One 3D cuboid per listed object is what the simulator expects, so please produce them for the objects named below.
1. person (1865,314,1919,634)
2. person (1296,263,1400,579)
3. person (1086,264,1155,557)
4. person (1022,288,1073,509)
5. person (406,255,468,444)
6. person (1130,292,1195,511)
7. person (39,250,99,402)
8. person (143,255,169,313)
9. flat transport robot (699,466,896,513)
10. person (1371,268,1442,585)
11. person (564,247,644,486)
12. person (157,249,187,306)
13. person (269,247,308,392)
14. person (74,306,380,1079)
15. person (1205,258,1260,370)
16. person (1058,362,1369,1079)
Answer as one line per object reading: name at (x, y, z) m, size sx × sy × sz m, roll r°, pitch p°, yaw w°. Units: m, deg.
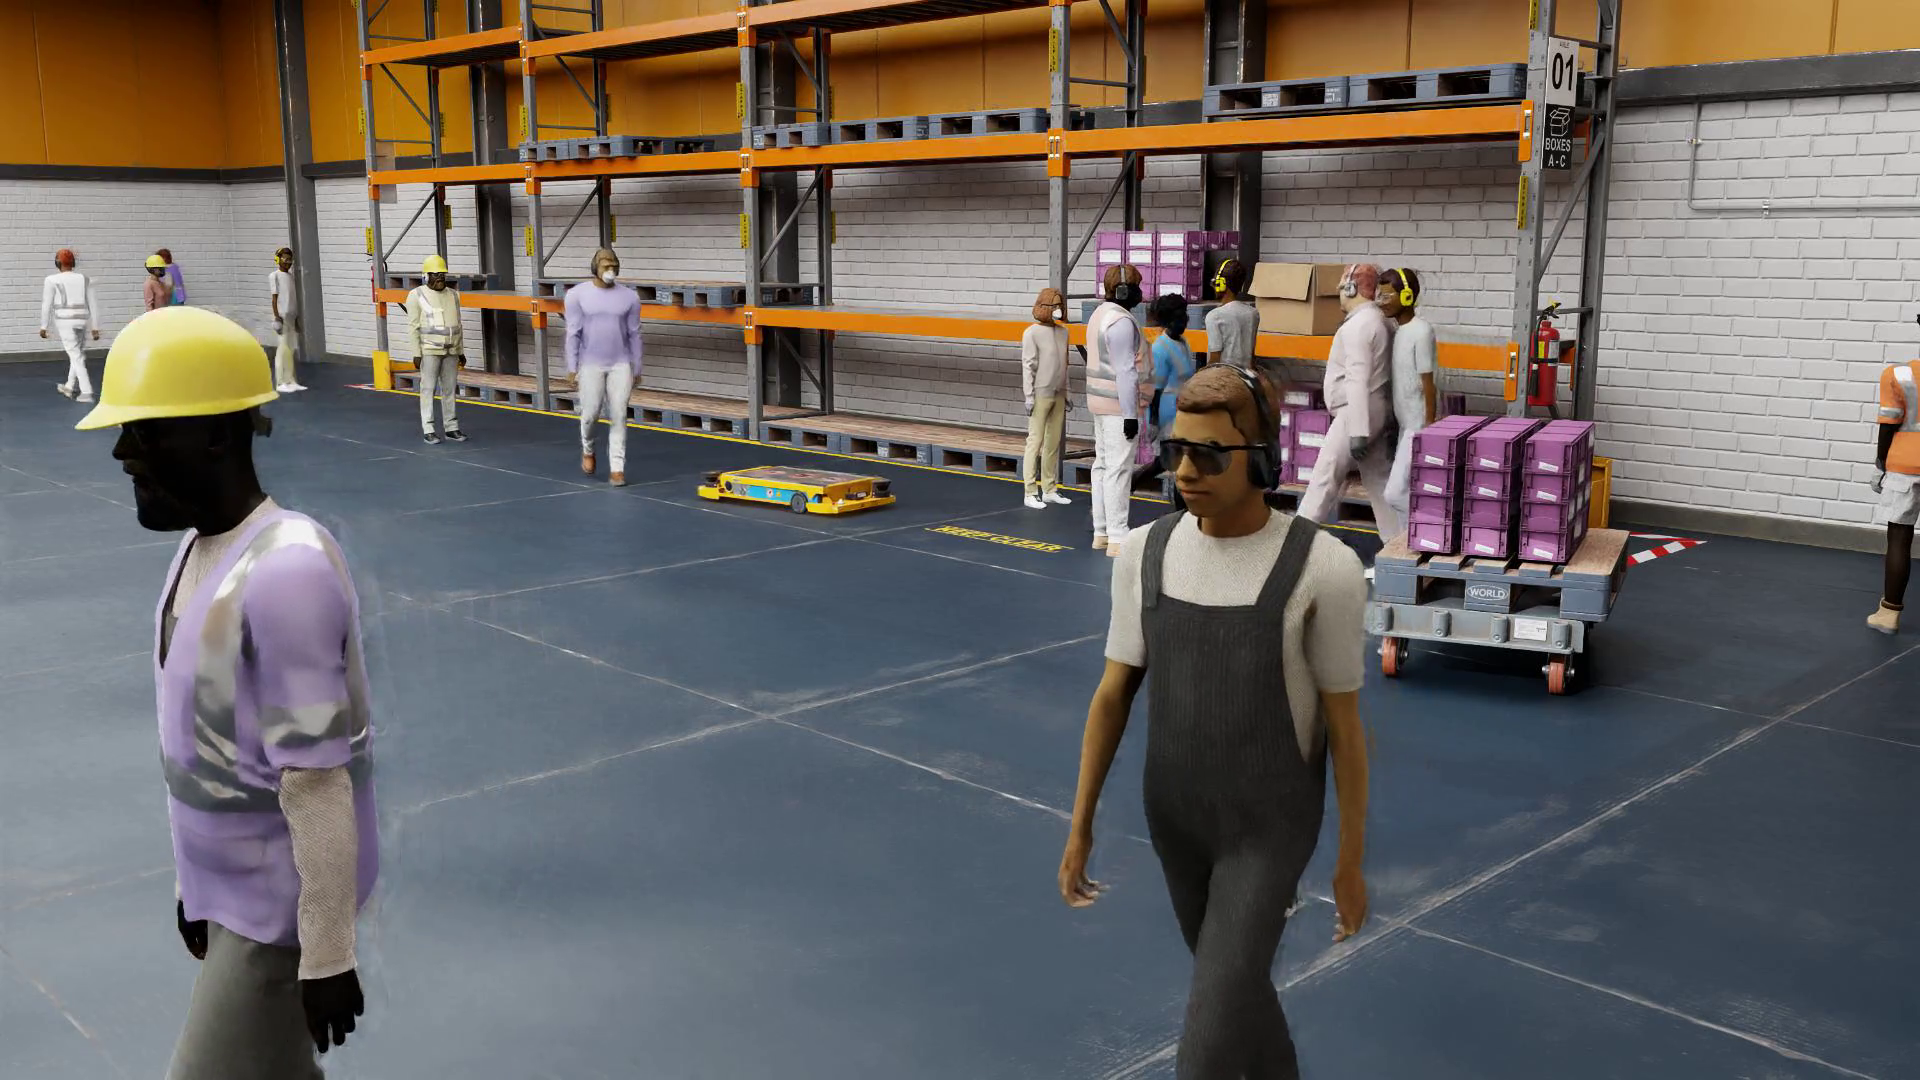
person at (4.892, -0.355, 8.418) m, size 0.533 × 1.697 × 0.318 m, roll 2°, pitch 11°, yaw 9°
person at (2.240, -0.691, 9.819) m, size 0.979 × 1.851 × 0.656 m, roll 6°, pitch 12°, yaw 30°
person at (1.018, -0.818, 10.553) m, size 0.429 × 1.844 × 0.624 m, roll -2°, pitch 11°, yaw -11°
person at (0.658, -1.058, 12.423) m, size 0.267 × 1.632 × 0.509 m, roll 9°, pitch 14°, yaw 42°
person at (-5.093, -1.862, 16.264) m, size 0.404 × 1.832 × 0.600 m, roll 8°, pitch 13°, yaw 37°
person at (1.311, -0.819, 11.060) m, size 0.759 × 1.655 × 0.543 m, roll 4°, pitch 11°, yaw 20°
person at (-10.955, -2.620, 20.381) m, size 0.968 × 1.836 × 0.583 m, roll 6°, pitch 12°, yaw 29°
person at (-10.448, -2.827, 21.706) m, size 0.327 × 1.769 × 0.525 m, roll -1°, pitch 10°, yaw -3°
flat transport robot at (-1.234, -0.395, 12.525) m, size 1.431 × 0.197 × 0.652 m, roll 8°, pitch 13°, yaw 37°
person at (2.612, -0.626, 9.506) m, size 0.509 × 1.842 × 0.530 m, roll 1°, pitch 10°, yaw 4°
person at (-2.885, -1.409, 13.530) m, size 0.645 × 1.927 × 0.620 m, roll -5°, pitch 11°, yaw -23°
person at (-12.919, -3.872, 27.335) m, size 0.387 × 1.804 × 0.667 m, roll -3°, pitch 11°, yaw -15°
person at (-8.754, -2.862, 21.636) m, size 0.317 × 1.863 × 0.533 m, roll 1°, pitch 10°, yaw 7°
person at (-1.188, 0.575, 2.758) m, size 0.424 × 1.909 × 0.618 m, roll -7°, pitch 13°, yaw -34°
person at (1.783, -0.945, 11.163) m, size 0.513 × 1.872 × 0.328 m, roll -10°, pitch 14°, yaw -43°
person at (0.460, 0.563, 3.152) m, size 0.533 × 1.788 × 0.986 m, roll 9°, pitch 14°, yaw 40°
